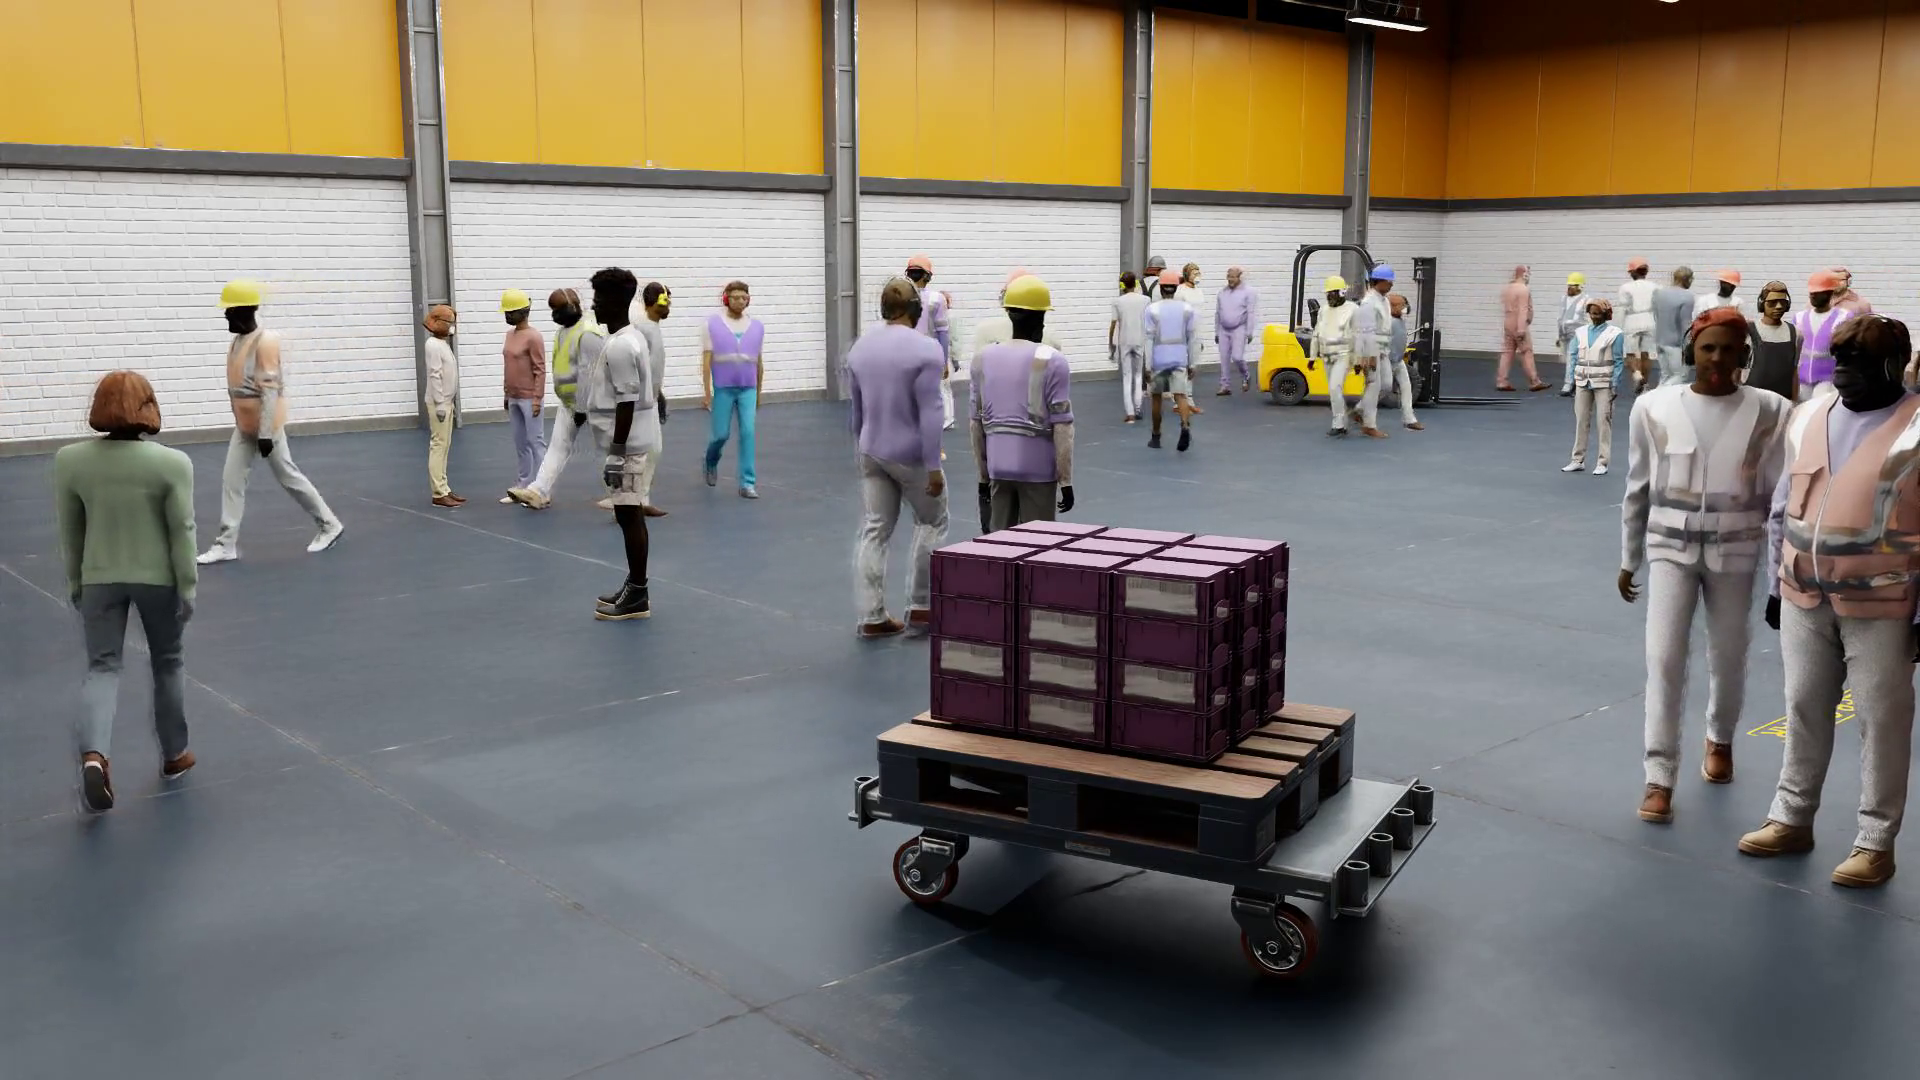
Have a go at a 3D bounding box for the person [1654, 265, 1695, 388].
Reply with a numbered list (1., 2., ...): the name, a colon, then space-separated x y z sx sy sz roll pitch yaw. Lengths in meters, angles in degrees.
1. person: 8.472 -2.316 19.856 0.498 1.922 0.661 -2 10 -13

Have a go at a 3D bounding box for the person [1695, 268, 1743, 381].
1. person: 9.686 -2.536 21.330 0.549 1.889 0.999 2 10 10

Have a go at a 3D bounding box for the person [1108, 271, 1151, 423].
1. person: 2.063 -2.352 20.299 0.529 1.838 0.510 0 10 -2

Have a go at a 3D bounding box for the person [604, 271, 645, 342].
1. person: -2.968 -1.425 14.680 0.403 1.904 0.652 -3 10 -17

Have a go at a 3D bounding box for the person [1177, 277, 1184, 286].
1. person: 3.559 -3.410 26.931 0.532 1.691 0.318 4 10 22

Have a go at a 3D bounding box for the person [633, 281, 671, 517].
1. person: -2.422 -1.047 12.700 0.433 1.829 0.686 1 10 4

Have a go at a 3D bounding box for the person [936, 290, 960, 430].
1. person: -0.224 -2.066 19.231 0.461 1.619 0.546 -5 11 -28

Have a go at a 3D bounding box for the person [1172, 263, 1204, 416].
1. person: 2.917 -2.556 21.207 0.373 1.940 0.629 7 12 36

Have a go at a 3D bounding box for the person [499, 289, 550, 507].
1. person: -3.547 -1.145 13.471 0.524 1.760 0.327 9 13 44

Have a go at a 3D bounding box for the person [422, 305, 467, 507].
1. person: -4.192 -1.089 13.505 0.279 1.633 0.498 -1 10 -8

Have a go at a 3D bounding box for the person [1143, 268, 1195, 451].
1. person: 2.173 -1.863 17.250 0.558 1.909 0.883 -1 10 -6

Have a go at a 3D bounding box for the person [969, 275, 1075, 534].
1. person: 0.321 -0.353 8.338 0.587 1.927 0.367 7 12 34

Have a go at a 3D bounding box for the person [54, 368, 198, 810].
1. person: -3.097 0.173 6.186 0.495 1.611 0.723 -2 10 -13

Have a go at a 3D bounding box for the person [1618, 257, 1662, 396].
1. person: 9.754 -3.039 23.807 0.650 2.016 0.645 1 10 7

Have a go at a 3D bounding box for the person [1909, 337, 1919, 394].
1. person: 8.208 -1.256 13.874 0.572 1.846 0.642 4 10 22

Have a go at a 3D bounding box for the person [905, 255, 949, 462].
1. person: -0.394 -1.767 16.305 0.605 2.034 0.390 2 10 13

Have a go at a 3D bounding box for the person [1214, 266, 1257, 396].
1. person: 3.979 -3.032 24.140 0.667 1.886 0.487 8 12 39

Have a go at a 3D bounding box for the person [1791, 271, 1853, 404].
1. person: 7.572 -1.433 14.771 0.984 1.883 0.568 -7 12 -34

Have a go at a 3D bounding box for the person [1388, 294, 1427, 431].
1. person: 5.033 -2.077 19.408 0.809 1.588 0.517 8 12 38

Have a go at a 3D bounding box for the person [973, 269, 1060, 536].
1. person: 0.348 -0.737 10.571 0.641 1.933 0.664 -3 10 -17

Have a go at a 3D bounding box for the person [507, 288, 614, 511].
1. person: -3.044 -1.085 13.078 1.024 1.769 0.673 -8 12 -38

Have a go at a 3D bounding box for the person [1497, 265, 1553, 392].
1. person: 8.445 -3.153 24.858 0.798 1.876 0.676 -1 10 -7

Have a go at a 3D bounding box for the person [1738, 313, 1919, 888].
1. person: 2.890 0.193 5.398 0.429 1.841 0.631 -5 11 -28

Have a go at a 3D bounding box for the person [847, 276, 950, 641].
1. person: -0.288 -0.432 8.838 0.669 1.911 0.699 8 12 37

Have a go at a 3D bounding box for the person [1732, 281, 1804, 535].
1. person: 5.804 -0.938 11.999 0.515 1.844 0.333 0 10 -1

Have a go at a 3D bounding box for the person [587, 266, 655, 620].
1. person: -1.896 -0.540 9.315 0.367 1.967 0.606 -1 10 -8

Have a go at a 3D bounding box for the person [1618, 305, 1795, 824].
1. person: 2.754 0.059 6.152 0.592 1.855 0.867 5 11 26

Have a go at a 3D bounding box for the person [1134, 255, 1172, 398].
1. person: 2.803 -3.054 23.819 0.678 2.000 0.536 7 12 36

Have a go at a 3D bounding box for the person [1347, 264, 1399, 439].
1. person: 4.597 -2.093 18.489 0.475 1.932 0.626 7 12 37

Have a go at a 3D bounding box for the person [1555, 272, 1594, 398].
1. person: 8.821 -2.938 23.832 0.727 1.802 0.611 -5 11 -28

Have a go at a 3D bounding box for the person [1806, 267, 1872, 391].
1. person: 9.300 -1.947 17.730 0.642 1.909 0.409 7 12 35

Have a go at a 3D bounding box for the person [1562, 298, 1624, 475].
1. person: 5.906 -1.428 15.473 0.309 1.640 0.511 -8 12 -38

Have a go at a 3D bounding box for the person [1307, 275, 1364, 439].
1. person: 4.117 -2.015 18.416 0.648 1.804 0.593 -6 11 -32

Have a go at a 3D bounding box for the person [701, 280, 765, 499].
1. person: -1.927 -1.277 14.054 0.585 1.827 0.704 -5 11 -26

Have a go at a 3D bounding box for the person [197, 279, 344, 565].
1. person: -4.644 -0.802 11.128 0.598 1.879 1.013 9 13 41

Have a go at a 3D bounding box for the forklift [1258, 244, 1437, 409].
1. forklift: 5.256 -2.933 22.661 2.313 2.155 1.214 3 10 16
